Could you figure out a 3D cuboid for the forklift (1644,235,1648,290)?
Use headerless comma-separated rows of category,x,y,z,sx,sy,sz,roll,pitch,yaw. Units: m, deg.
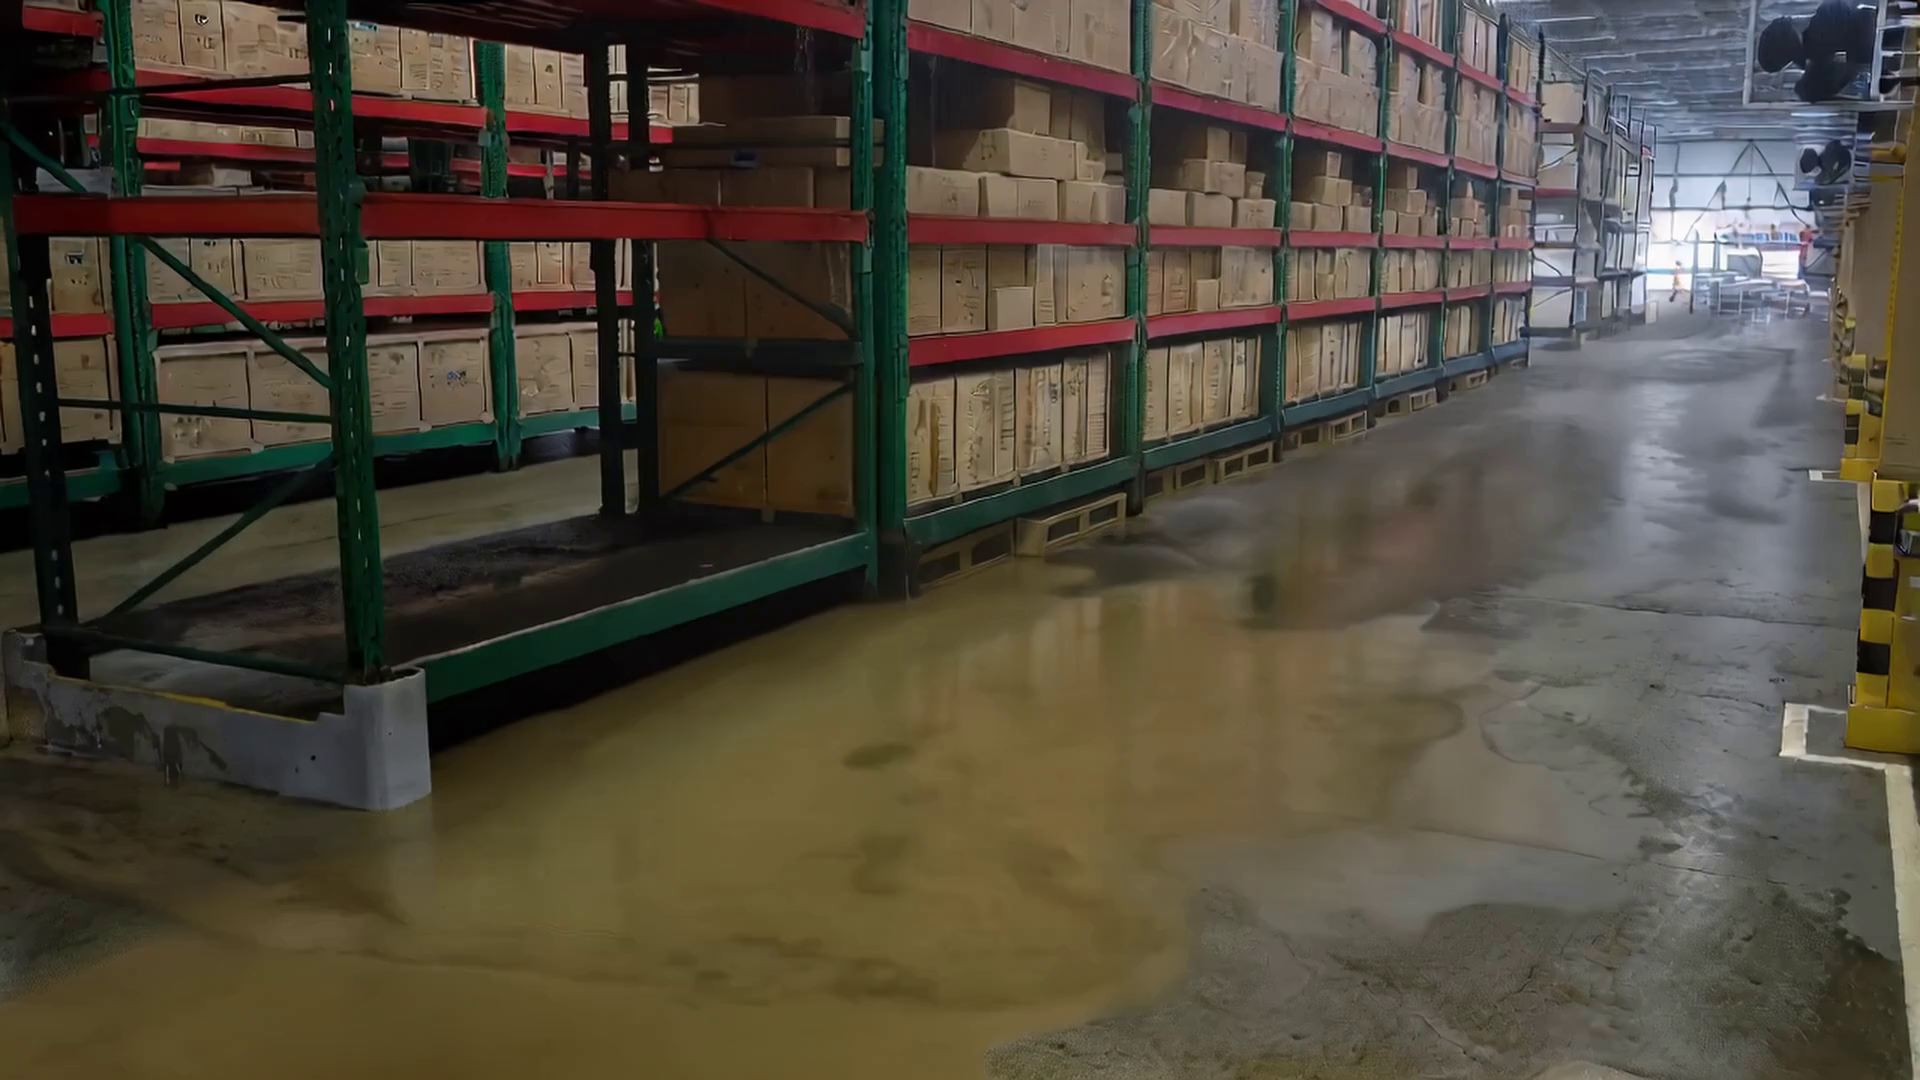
forklift,24.602,-9.774,60.931,1.129,2.768,1.873,5,11,27

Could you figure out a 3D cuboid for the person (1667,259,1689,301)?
person,32.478,-11.715,75.016,0.864,1.906,0.547,5,11,26
